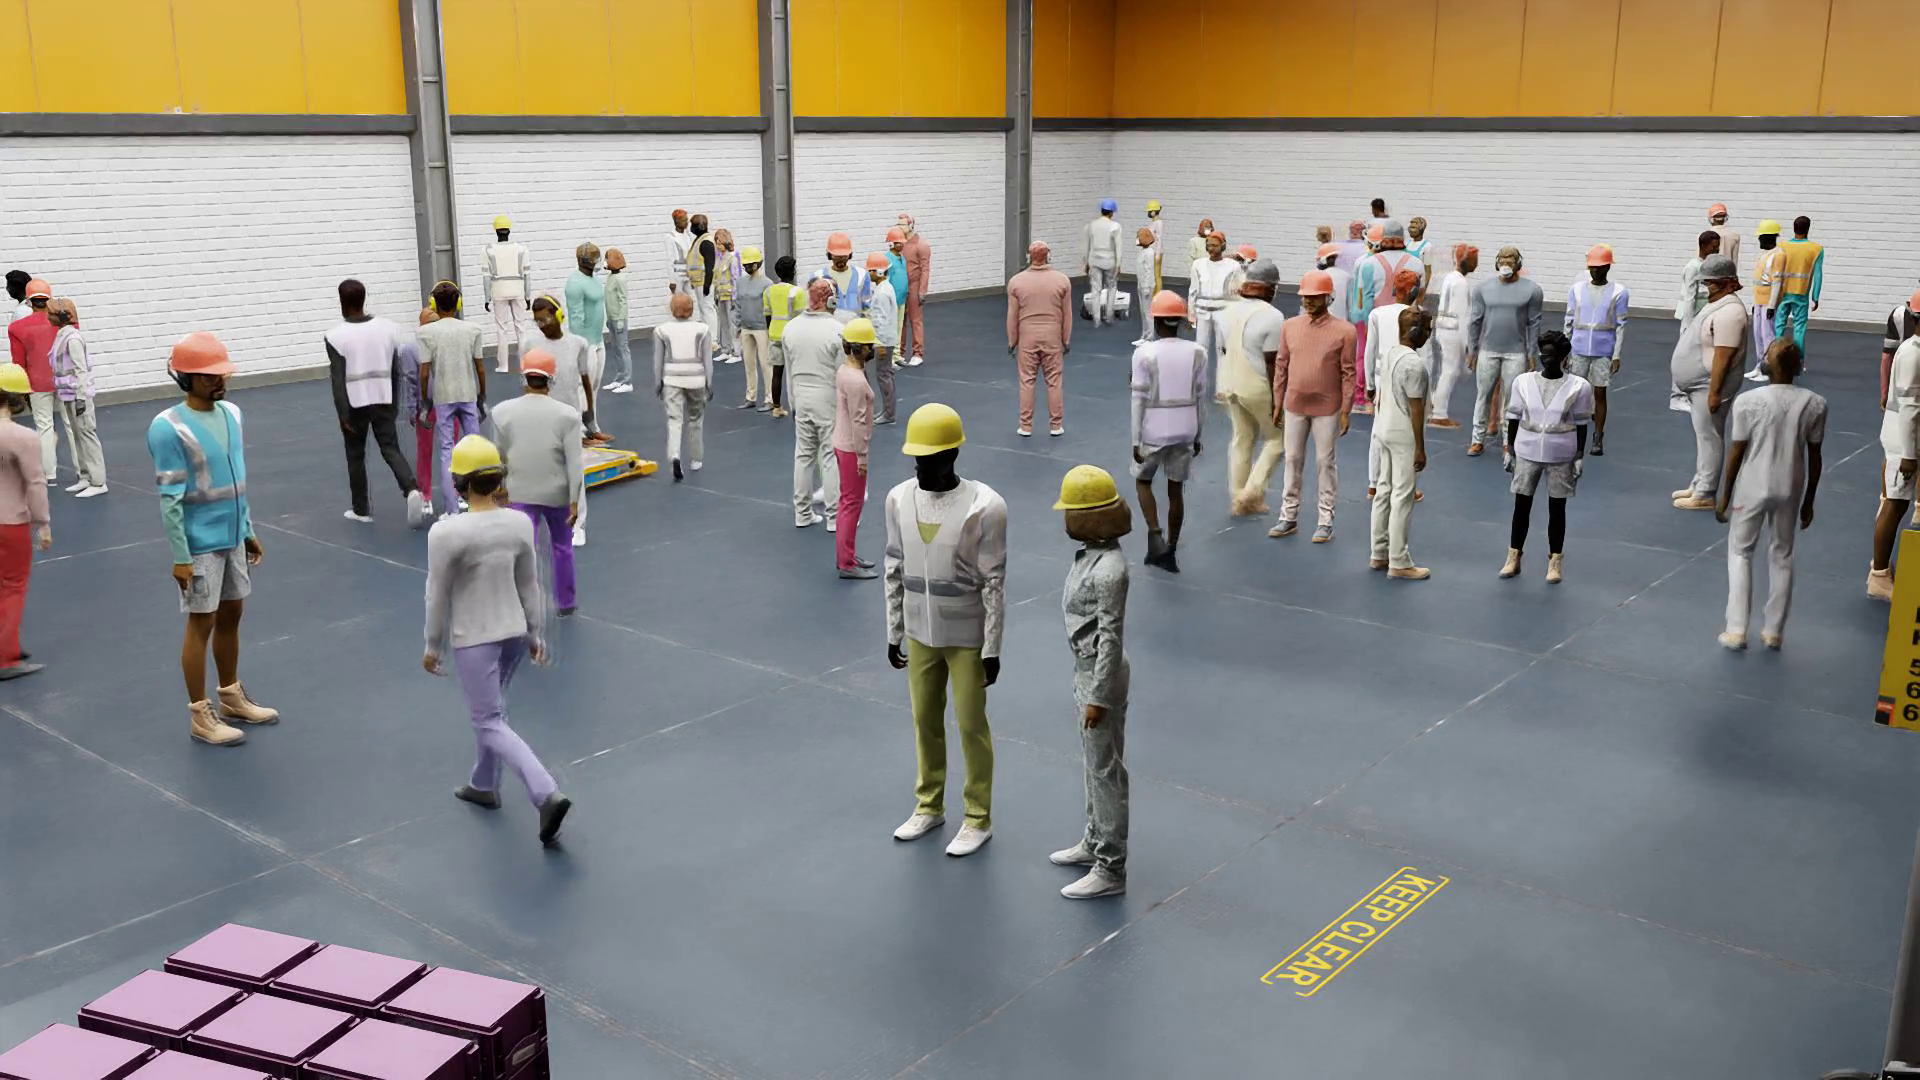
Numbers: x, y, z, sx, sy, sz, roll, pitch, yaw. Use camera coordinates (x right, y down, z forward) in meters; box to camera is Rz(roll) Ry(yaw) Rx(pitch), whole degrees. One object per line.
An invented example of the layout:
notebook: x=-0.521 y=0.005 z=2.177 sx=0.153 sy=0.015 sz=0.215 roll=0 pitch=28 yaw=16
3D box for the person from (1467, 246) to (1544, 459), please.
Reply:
person: x=4.964 y=-1.713 z=15.225 sx=0.635 sy=1.937 sz=0.352 roll=6 pitch=15 yaw=22

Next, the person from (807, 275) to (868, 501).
person: x=-0.989 y=-1.204 z=13.414 sx=0.663 sy=1.837 sz=0.473 roll=-12 pitch=18 yaw=-39

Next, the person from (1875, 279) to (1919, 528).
person: x=7.333 y=-1.121 z=12.650 sx=0.390 sy=2.040 sz=0.614 roll=-10 pitch=17 yaw=-34

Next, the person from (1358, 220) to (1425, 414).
person: x=4.516 y=-2.341 z=17.528 sx=0.678 sy=2.000 sz=0.537 roll=2 pitch=14 yaw=9

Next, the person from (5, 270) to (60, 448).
person: x=-8.734 y=-1.696 z=15.674 sx=0.321 sy=1.687 sz=0.540 roll=-5 pitch=15 yaw=-18

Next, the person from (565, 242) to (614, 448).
person: x=-3.520 y=-1.849 z=15.770 sx=0.358 sy=1.936 sz=0.635 roll=2 pitch=14 yaw=6

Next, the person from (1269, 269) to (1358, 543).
person: x=2.577 y=-0.980 z=12.183 sx=0.622 sy=1.994 sz=0.381 roll=9 pitch=17 yaw=32

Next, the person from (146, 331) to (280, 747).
person: x=-3.663 y=-0.011 z=8.214 sx=0.396 sy=2.042 sz=0.610 roll=3 pitch=14 yaw=12

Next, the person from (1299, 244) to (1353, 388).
person: x=4.072 y=-2.450 z=18.635 sx=0.588 sy=1.695 sz=0.867 roll=-8 pitch=16 yaw=-30

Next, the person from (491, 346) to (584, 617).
person: x=-2.542 y=-0.291 z=10.001 sx=0.571 sy=1.719 sz=0.838 roll=0 pitch=14 yaw=-2

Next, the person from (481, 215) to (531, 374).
person: x=-5.561 y=-3.009 z=20.430 sx=0.589 sy=1.925 sz=0.373 roll=-7 pitch=16 yaw=-26

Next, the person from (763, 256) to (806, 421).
person: x=-1.781 y=-2.076 z=17.169 sx=0.532 sy=1.696 sz=0.319 roll=8 pitch=16 yaw=30

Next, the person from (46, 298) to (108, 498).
person: x=-7.263 y=-1.168 z=13.656 sx=0.311 sy=1.638 sz=0.521 roll=-11 pitch=18 yaw=-37

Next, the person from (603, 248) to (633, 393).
person: x=-3.934 y=-2.510 z=19.025 sx=0.285 sy=1.636 sz=0.500 roll=-8 pitch=16 yaw=-30

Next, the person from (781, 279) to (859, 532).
person: x=-1.023 y=-1.005 z=12.489 sx=0.633 sy=1.899 sz=0.401 roll=9 pitch=17 yaw=33

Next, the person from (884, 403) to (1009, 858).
person: x=-0.074 y=0.376 z=6.933 sx=0.582 sy=1.919 sz=0.396 roll=8 pitch=16 yaw=29

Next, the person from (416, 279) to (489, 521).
person: x=-3.859 y=-1.041 z=12.676 sx=0.520 sy=1.873 sz=0.333 roll=-7 pitch=16 yaw=-25

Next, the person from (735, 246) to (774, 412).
person: x=-2.187 y=-2.241 z=17.710 sx=0.527 sy=1.760 sz=0.337 roll=10 pitch=17 yaw=34

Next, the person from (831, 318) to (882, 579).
person: x=-0.689 y=-0.613 z=11.204 sx=0.337 sy=1.757 sz=0.518 roll=-3 pitch=14 yaw=-13

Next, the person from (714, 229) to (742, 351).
person: x=-3.187 y=-3.379 z=22.495 sx=0.522 sy=1.637 sz=0.306 roll=3 pitch=14 yaw=11

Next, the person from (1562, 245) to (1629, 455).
person: x=5.845 y=-1.751 z=15.379 sx=0.545 sy=1.938 sz=0.361 roll=8 pitch=16 yaw=29

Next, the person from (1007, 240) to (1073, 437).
person: x=0.777 y=-1.960 z=16.270 sx=0.636 sy=1.913 sz=0.404 roll=0 pitch=14 yaw=0

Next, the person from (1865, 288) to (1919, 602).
person: x=6.097 y=-0.618 z=10.637 sx=0.377 sy=2.045 sz=0.605 roll=8 pitch=16 yaw=30

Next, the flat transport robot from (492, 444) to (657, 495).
flat transport robot: x=-3.274 y=-0.584 z=14.098 sx=0.652 sy=0.197 sz=1.431 roll=7 pitch=16 yaw=27

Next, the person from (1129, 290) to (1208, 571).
person: x=1.406 y=-0.737 z=11.356 sx=0.555 sy=1.920 sz=0.423 roll=-3 pitch=14 yaw=-12

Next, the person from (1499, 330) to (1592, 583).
person: x=3.897 y=-0.556 z=11.088 sx=0.540 sy=1.697 sz=0.317 roll=8 pitch=16 yaw=28

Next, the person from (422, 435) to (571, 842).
person: x=-1.984 y=0.414 z=7.152 sx=0.828 sy=1.730 sz=0.518 roll=9 pitch=17 yaw=31

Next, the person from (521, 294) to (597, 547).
person: x=-2.957 y=-0.925 z=12.324 sx=0.513 sy=1.829 sz=0.881 roll=-1 pitch=14 yaw=-4

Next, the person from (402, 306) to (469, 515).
person: x=-4.112 y=-1.028 z=13.107 sx=0.498 sy=1.634 sz=0.284 roll=-10 pitch=17 yaw=-33

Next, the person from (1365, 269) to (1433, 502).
person: x=3.542 y=-1.239 z=13.435 sx=0.340 sy=1.886 sz=0.586 roll=-13 pitch=19 yaw=-42

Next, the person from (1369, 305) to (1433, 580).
person: x=2.982 y=-0.652 z=11.190 sx=0.343 sy=1.840 sz=0.506 roll=-3 pitch=14 yaw=-14
